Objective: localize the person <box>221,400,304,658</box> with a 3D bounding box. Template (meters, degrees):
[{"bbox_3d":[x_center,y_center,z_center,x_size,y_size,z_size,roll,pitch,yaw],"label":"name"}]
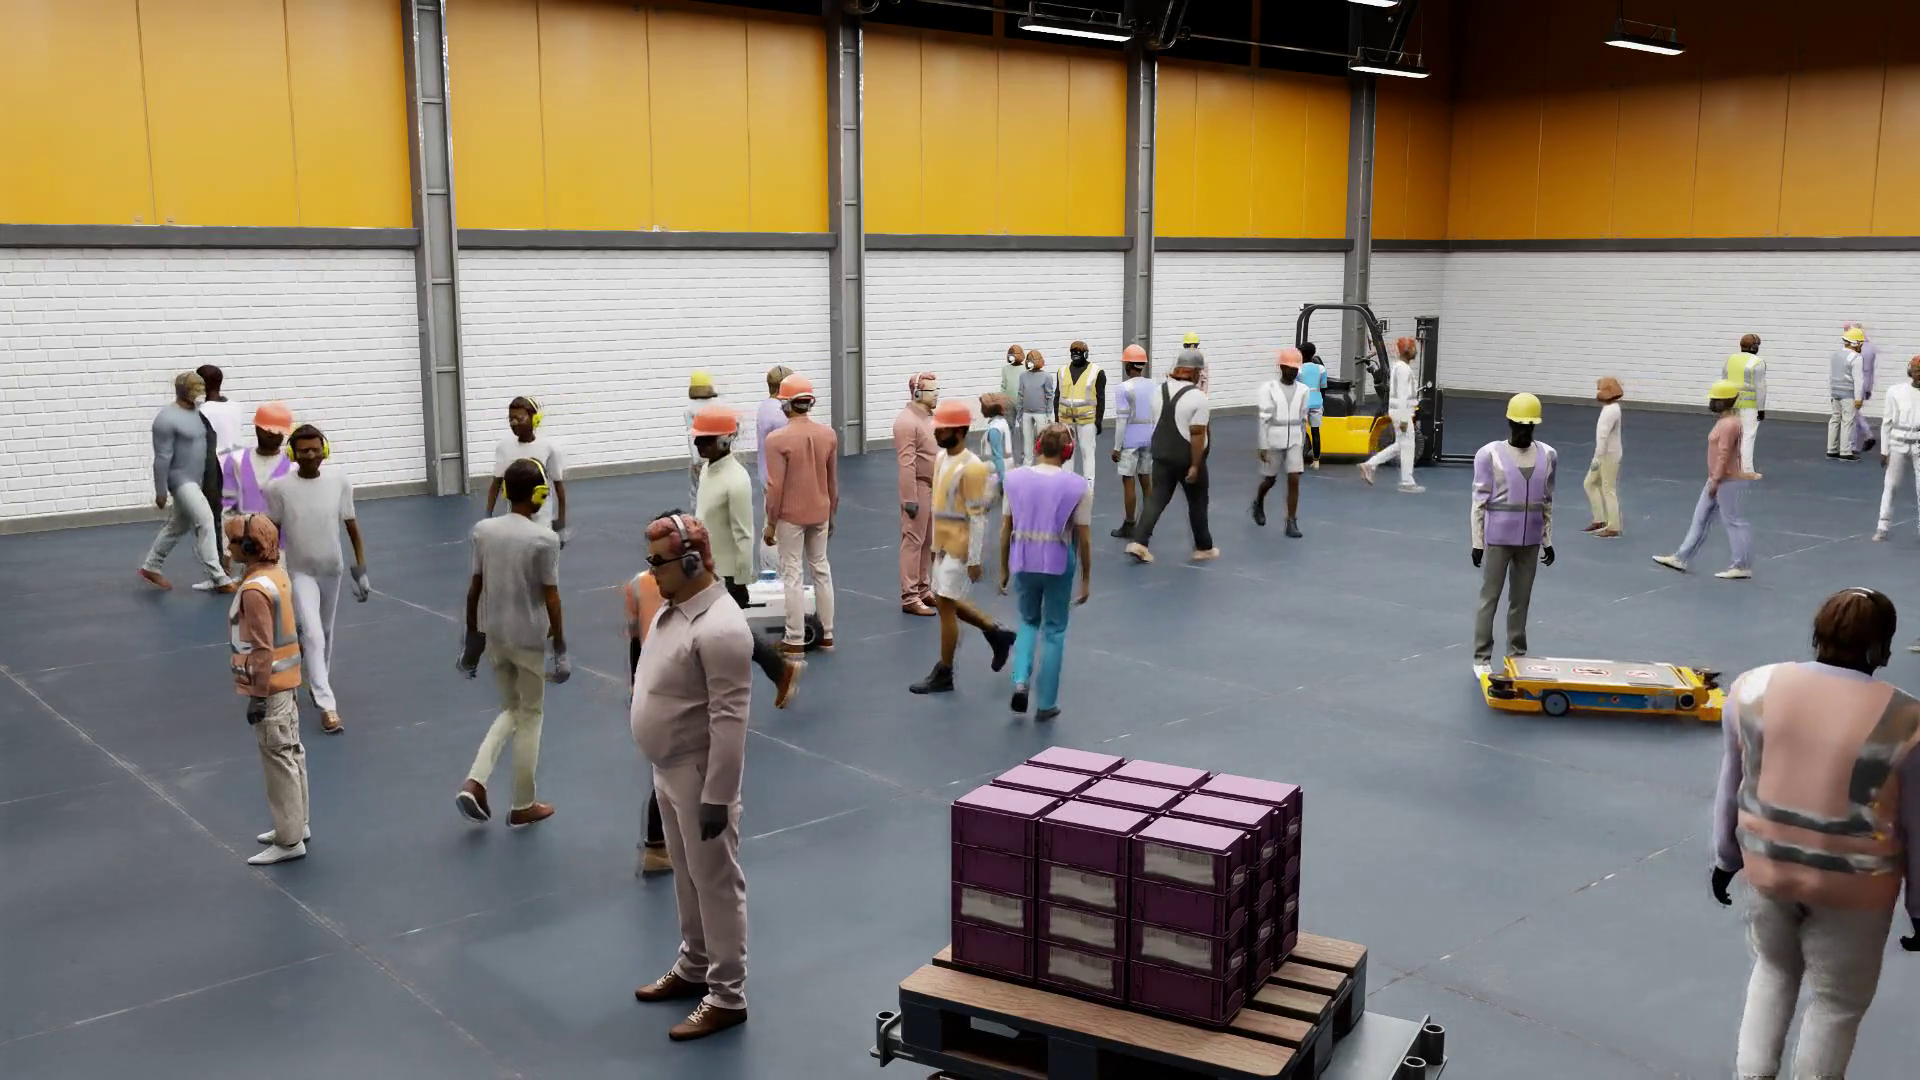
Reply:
[{"bbox_3d":[-4.520,0.012,10.935,0.575,1.904,0.840,-1,10,-7],"label":"person"}]

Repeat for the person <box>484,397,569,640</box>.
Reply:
[{"bbox_3d":[-3.112,-0.096,11.784,0.537,1.827,0.964,3,10,18],"label":"person"}]

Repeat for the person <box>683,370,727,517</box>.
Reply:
[{"bbox_3d":[-2.470,-0.820,16.399,0.480,1.702,0.916,-5,11,-27],"label":"person"}]

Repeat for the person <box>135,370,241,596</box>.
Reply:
[{"bbox_3d":[-6.453,-0.468,13.804,1.021,1.898,0.650,1,10,8],"label":"person"}]

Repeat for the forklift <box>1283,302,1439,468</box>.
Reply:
[{"bbox_3d":[5.320,-2.157,22.763,2.313,2.155,1.214,3,10,16],"label":"forklift"}]

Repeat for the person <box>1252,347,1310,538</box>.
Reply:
[{"bbox_3d":[3.245,-1.006,16.871,0.554,1.911,0.812,-2,10,-10],"label":"person"}]

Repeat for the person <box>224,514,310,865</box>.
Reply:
[{"bbox_3d":[-3.222,0.686,7.743,0.311,1.638,0.521,-2,10,-13],"label":"person"}]

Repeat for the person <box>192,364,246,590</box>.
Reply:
[{"bbox_3d":[-6.244,-0.532,14.081,0.437,1.917,0.591,1,10,7],"label":"person"}]

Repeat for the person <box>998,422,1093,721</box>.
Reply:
[{"bbox_3d":[0.518,0.197,10.058,0.591,1.822,0.446,4,10,21],"label":"person"}]

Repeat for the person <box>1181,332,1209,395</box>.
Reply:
[{"bbox_3d":[3.198,-2.004,23.124,0.533,1.767,0.313,9,13,41],"label":"person"}]

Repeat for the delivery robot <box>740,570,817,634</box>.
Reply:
[{"bbox_3d":[-1.372,0.462,11.953,0.707,0.478,0.477,-2,10,-9],"label":"delivery robot"}]

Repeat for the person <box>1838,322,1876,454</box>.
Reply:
[{"bbox_3d":[12.677,-2.147,23.632,0.639,1.881,0.450,-5,11,-28],"label":"person"}]

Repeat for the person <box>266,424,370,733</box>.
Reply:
[{"bbox_3d":[-3.890,0.198,10.086,0.540,1.823,0.971,-6,12,-33],"label":"person"}]

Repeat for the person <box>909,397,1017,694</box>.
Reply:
[{"bbox_3d":[0.023,0.029,10.765,0.718,1.923,0.555,-4,10,-21],"label":"person"}]

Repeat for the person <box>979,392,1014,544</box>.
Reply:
[{"bbox_3d":[0.402,-0.570,15.248,0.876,1.589,0.521,2,10,14],"label":"person"}]

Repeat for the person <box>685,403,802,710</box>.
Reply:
[{"bbox_3d":[-1.330,0.161,9.852,0.757,1.974,0.630,-4,11,-23],"label":"person"}]

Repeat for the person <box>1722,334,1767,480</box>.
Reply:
[{"bbox_3d":[9.938,-1.686,21.042,0.429,1.841,0.633,-4,10,-21],"label":"person"}]

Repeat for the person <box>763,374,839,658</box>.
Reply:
[{"bbox_3d":[-1.129,-0.170,11.717,0.622,1.992,0.396,-9,13,-42],"label":"person"}]

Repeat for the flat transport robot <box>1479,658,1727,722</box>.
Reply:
[{"bbox_3d":[4.024,0.916,10.397,1.431,0.197,0.652,2,10,12],"label":"flat transport robot"}]

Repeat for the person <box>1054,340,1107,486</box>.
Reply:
[{"bbox_3d":[1.370,-1.390,19.307,0.622,1.845,0.429,4,11,23],"label":"person"}]

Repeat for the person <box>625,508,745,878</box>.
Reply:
[{"bbox_3d":[-1.231,0.675,7.736,0.559,1.646,0.831,7,12,35],"label":"person"}]

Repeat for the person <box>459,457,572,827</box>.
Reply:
[{"bbox_3d":[-2.182,0.520,8.142,0.530,1.840,0.488,5,11,28],"label":"person"}]

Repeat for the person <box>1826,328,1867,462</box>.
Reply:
[{"bbox_3d":[12.213,-1.995,22.883,0.404,1.827,0.601,-1,10,-9],"label":"person"}]

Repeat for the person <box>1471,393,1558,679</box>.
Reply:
[{"bbox_3d":[3.678,-0.017,11.024,0.593,1.922,0.384,-2,10,-11],"label":"person"}]

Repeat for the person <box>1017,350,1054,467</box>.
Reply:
[{"bbox_3d":[0.948,-1.597,21.125,0.507,1.632,0.264,6,11,32],"label":"person"}]

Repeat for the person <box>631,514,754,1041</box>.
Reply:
[{"bbox_3d":[-0.985,0.845,6.049,0.407,1.902,0.639,-5,11,-27],"label":"person"}]

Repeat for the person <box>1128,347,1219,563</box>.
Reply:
[{"bbox_3d":[1.978,-0.800,15.271,0.996,2.000,0.683,-9,13,-43],"label":"person"}]

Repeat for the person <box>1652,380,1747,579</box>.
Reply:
[{"bbox_3d":[6.564,-0.529,14.592,0.795,1.733,0.548,3,10,17],"label":"person"}]

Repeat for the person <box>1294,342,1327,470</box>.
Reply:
[{"bbox_3d":[4.563,-1.756,21.873,0.533,1.696,0.318,-2,10,-12],"label":"person"}]

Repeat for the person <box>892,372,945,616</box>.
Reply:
[{"bbox_3d":[-0.281,-0.370,13.143,0.407,1.909,0.639,3,10,18],"label":"person"}]

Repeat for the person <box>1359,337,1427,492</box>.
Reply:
[{"bbox_3d":[5.203,-1.490,19.836,0.712,1.864,0.583,2,10,9],"label":"person"}]

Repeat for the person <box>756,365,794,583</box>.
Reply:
[{"bbox_3d":[-1.459,-0.450,13.522,0.360,1.937,0.635,-4,10,-20],"label":"person"}]

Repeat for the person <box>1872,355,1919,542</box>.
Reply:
[{"bbox_3d":[9.314,-0.885,16.265,0.578,1.882,0.368,7,12,35],"label":"person"}]

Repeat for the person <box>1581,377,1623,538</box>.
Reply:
[{"bbox_3d":[6.411,-0.821,16.641,0.491,1.617,0.502,4,10,20],"label":"person"}]

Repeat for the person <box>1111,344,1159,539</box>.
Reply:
[{"bbox_3d":[1.736,-0.981,16.630,0.543,1.939,0.356,-7,12,-37],"label":"person"}]

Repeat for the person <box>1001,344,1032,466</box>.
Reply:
[{"bbox_3d":[0.759,-1.814,22.393,0.501,1.633,0.282,7,12,35],"label":"person"}]

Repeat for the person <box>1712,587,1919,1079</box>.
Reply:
[{"bbox_3d":[2.656,1.043,5.110,0.445,1.824,0.652,-9,13,-41],"label":"person"}]
